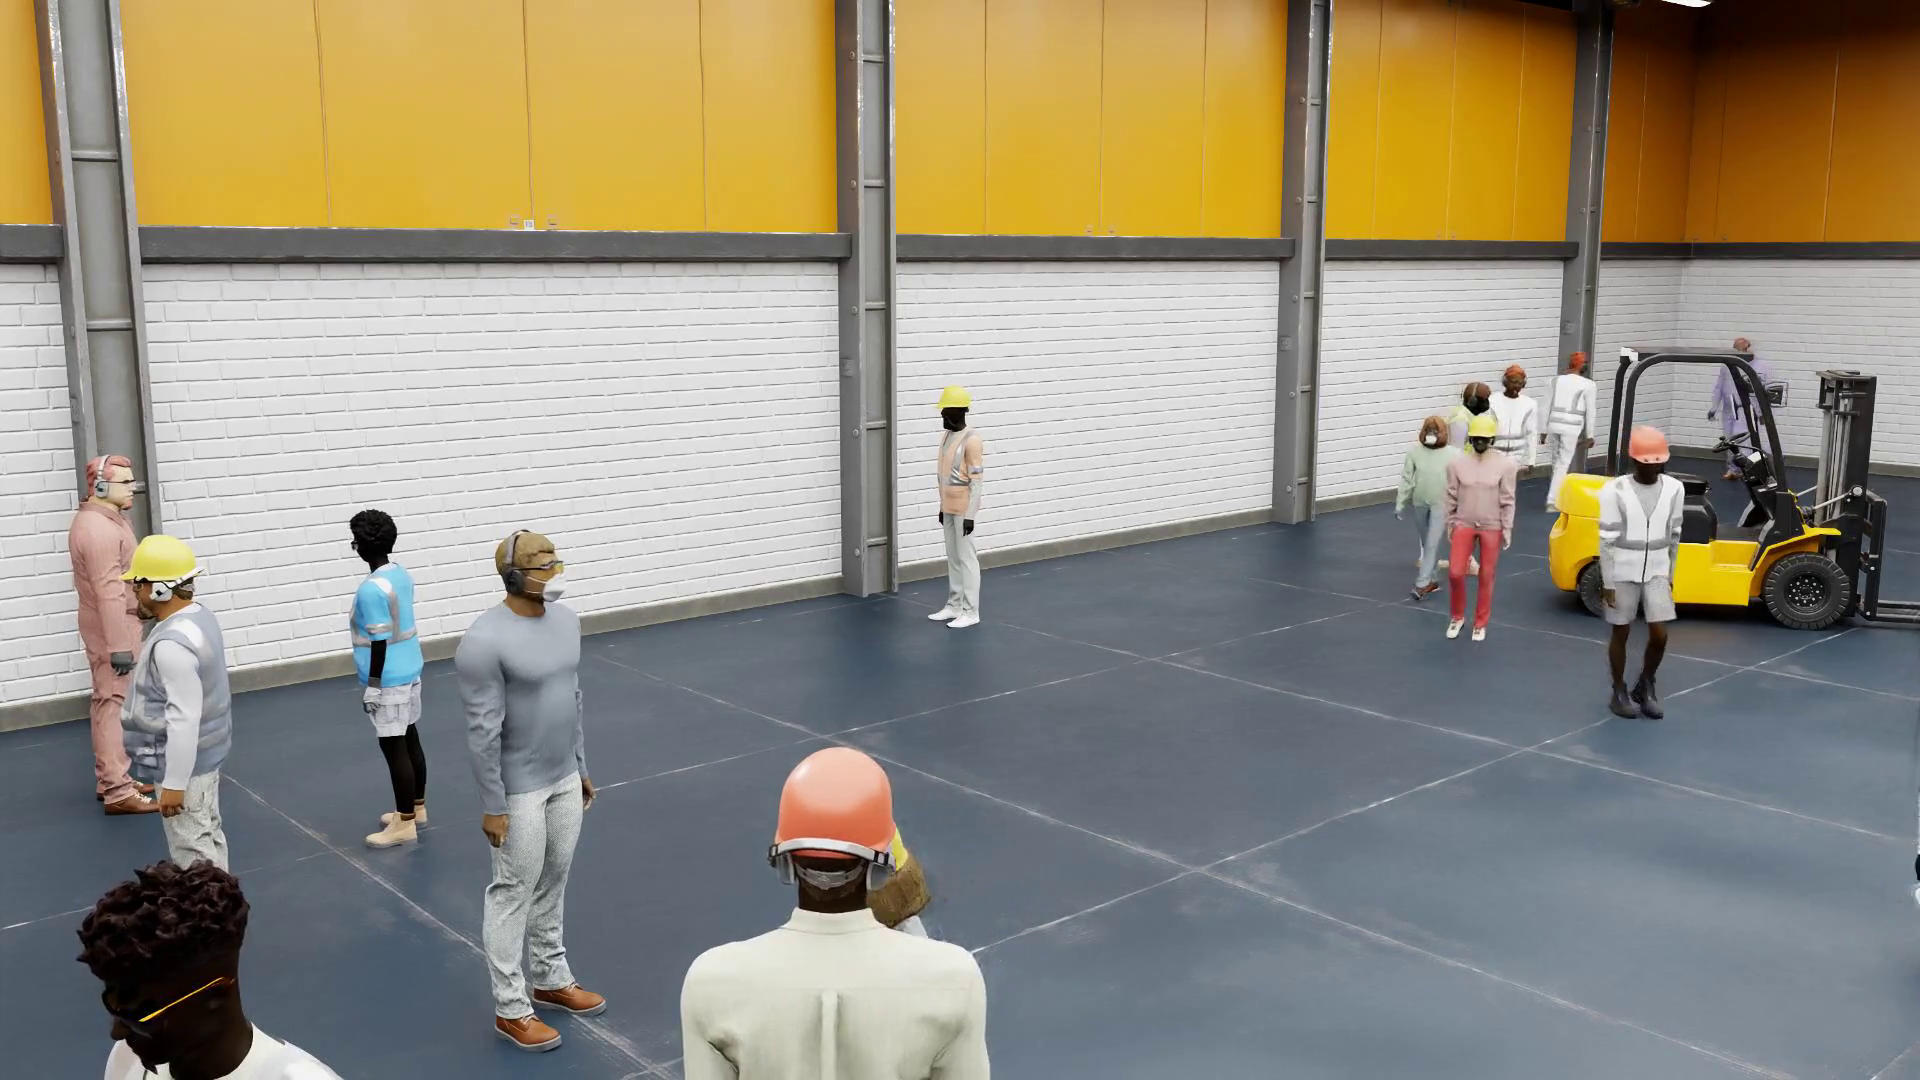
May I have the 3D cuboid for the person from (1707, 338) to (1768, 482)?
[{"bbox_3d":[10.140,-1.691,21.691,0.462,1.888,0.664,-5,11,-25],"label":"person"}]

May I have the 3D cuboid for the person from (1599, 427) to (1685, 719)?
[{"bbox_3d":[4.263,0.220,10.476,0.542,1.895,0.601,1,10,4],"label":"person"}]

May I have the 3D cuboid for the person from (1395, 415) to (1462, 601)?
[{"bbox_3d":[3.996,-0.272,14.256,0.534,1.578,0.879,7,12,37],"label":"person"}]

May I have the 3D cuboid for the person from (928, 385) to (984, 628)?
[{"bbox_3d":[-0.021,-0.266,13.232,0.366,1.927,0.585,-5,11,-25],"label":"person"}]

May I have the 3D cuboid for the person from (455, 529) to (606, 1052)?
[{"bbox_3d":[-1.599,0.919,6.261,0.372,1.940,0.630,4,10,21],"label":"person"}]

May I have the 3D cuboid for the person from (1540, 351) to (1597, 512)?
[{"bbox_3d":[7.031,-1.250,19.214,0.711,1.851,0.592,-7,12,-36],"label":"person"}]

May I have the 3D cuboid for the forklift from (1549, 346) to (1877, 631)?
[{"bbox_3d":[6.109,-0.478,13.691,2.313,2.155,1.214,3,10,16],"label":"forklift"}]

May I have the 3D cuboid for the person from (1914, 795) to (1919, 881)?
[{"bbox_3d":[3.604,1.039,5.677,0.630,1.889,0.658,2,10,13],"label":"person"}]

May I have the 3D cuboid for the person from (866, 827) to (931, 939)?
[{"bbox_3d":[-0.152,1.434,3.972,0.829,1.689,0.477,0,10,0],"label":"person"}]

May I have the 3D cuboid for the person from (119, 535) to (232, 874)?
[{"bbox_3d":[-3.178,0.883,6.775,0.404,1.831,0.600,-3,10,-17],"label":"person"}]

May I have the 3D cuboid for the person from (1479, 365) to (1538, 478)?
[{"bbox_3d":[5.450,-0.801,16.559,0.598,1.856,0.784,0,10,1],"label":"person"}]

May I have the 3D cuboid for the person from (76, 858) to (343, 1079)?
[{"bbox_3d":[-1.269,1.485,2.887,0.602,1.958,0.381,5,11,27],"label":"person"}]

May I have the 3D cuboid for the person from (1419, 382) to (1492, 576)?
[{"bbox_3d":[4.625,-0.569,15.455,0.671,1.793,0.633,3,10,20],"label":"person"}]

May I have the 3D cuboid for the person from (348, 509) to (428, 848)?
[{"bbox_3d":[-2.866,0.684,8.331,0.320,1.697,0.537,0,10,-2],"label":"person"}]

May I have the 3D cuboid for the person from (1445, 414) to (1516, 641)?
[{"bbox_3d":[3.950,-0.082,12.666,0.525,1.752,0.455,4,11,24],"label":"person"}]

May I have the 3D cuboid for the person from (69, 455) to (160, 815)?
[{"bbox_3d":[-4.464,0.495,8.839,0.401,1.904,0.646,-6,11,-30],"label":"person"}]

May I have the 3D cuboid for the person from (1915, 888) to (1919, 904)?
[{"bbox_3d":[4.124,0.876,6.644,0.636,1.890,0.514,-3,10,-16],"label":"person"}]

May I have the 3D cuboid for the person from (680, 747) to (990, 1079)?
[{"bbox_3d":[-0.241,1.390,3.333,0.614,1.993,0.395,0,10,-2],"label":"person"}]
